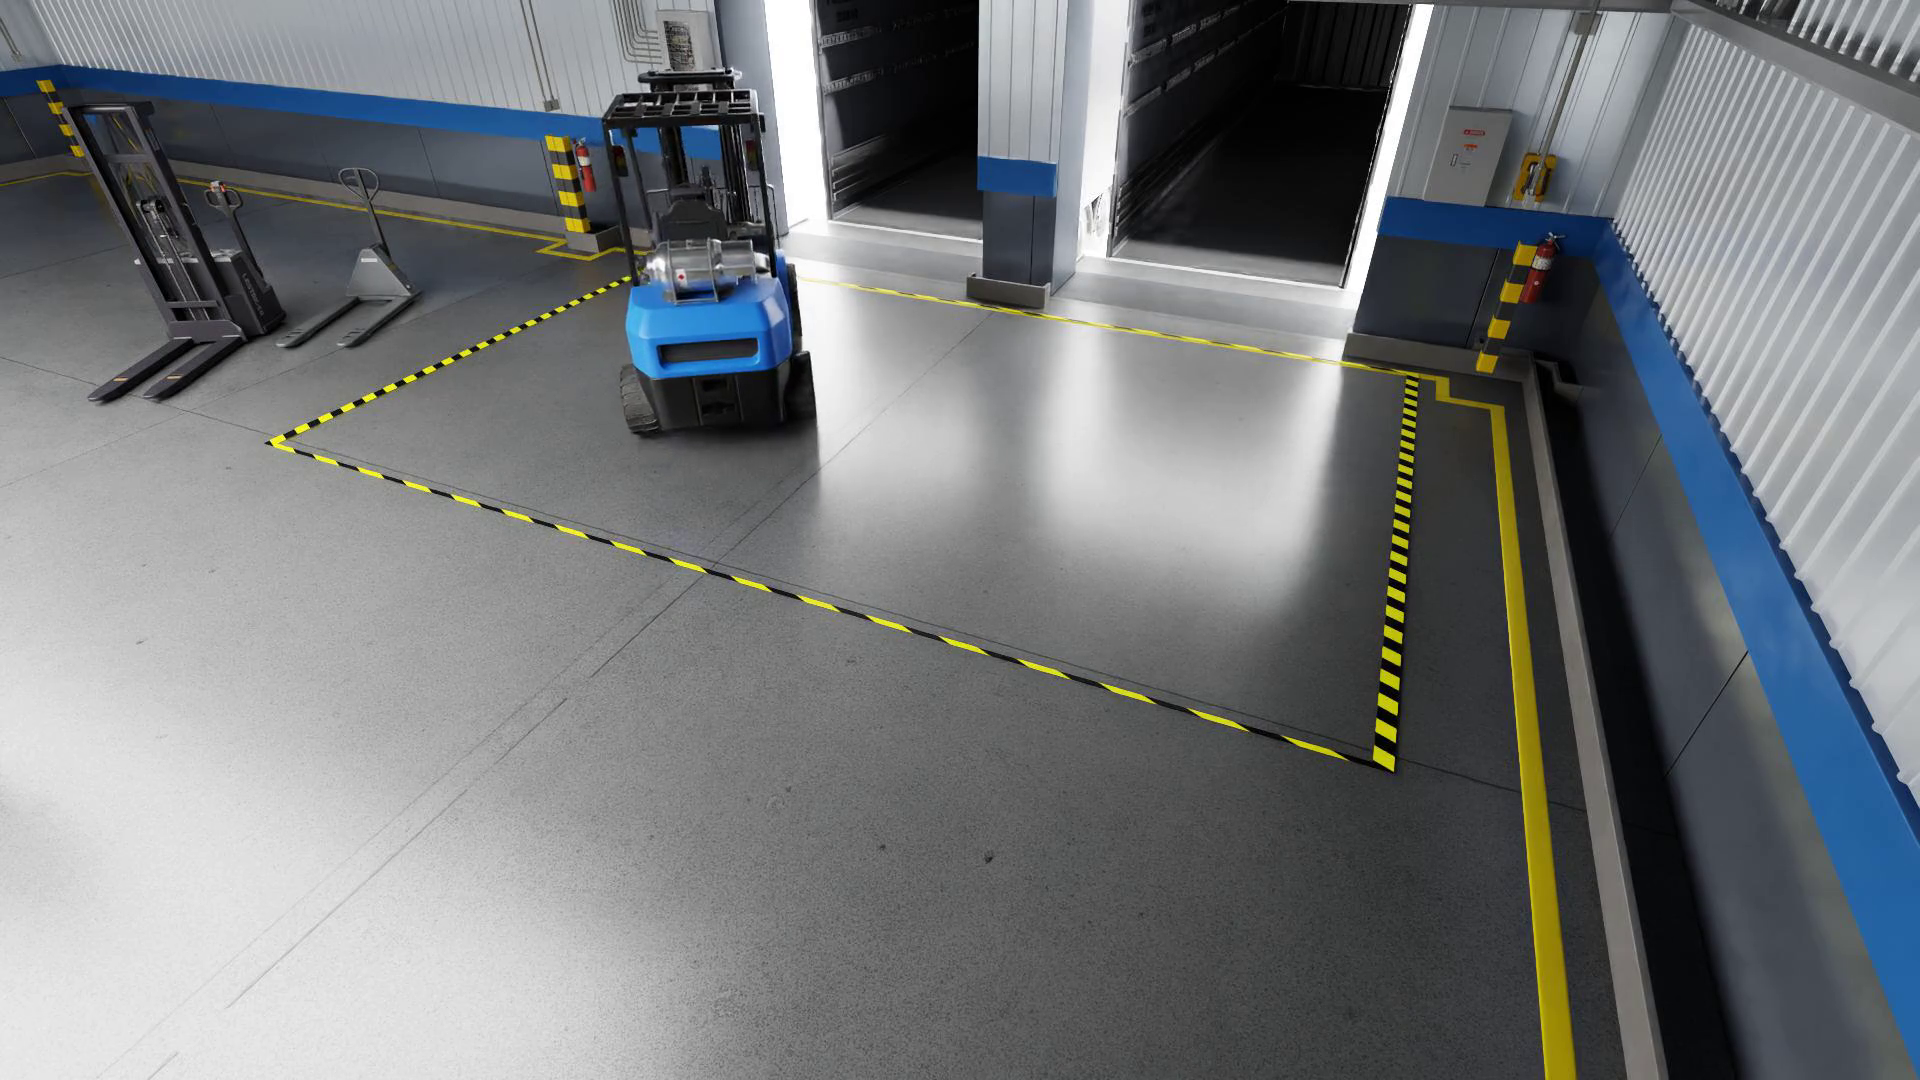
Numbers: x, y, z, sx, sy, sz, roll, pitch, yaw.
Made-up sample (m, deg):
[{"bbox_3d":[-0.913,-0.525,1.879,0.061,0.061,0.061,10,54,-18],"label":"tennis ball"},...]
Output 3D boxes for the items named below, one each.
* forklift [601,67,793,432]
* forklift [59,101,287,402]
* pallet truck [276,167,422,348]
[{"bbox_3d":[-1.947,-2.324,7.032,1.157,2.036,2.680,-6,35,-9],"label":"forklift"},{"bbox_3d":[-6.686,-2.387,7.434,0.823,1.965,1.885,-3,35,-5],"label":"forklift"},{"bbox_3d":[-5.732,-2.611,8.414,0.680,1.201,1.601,-1,35,-1],"label":"pallet truck"}]
